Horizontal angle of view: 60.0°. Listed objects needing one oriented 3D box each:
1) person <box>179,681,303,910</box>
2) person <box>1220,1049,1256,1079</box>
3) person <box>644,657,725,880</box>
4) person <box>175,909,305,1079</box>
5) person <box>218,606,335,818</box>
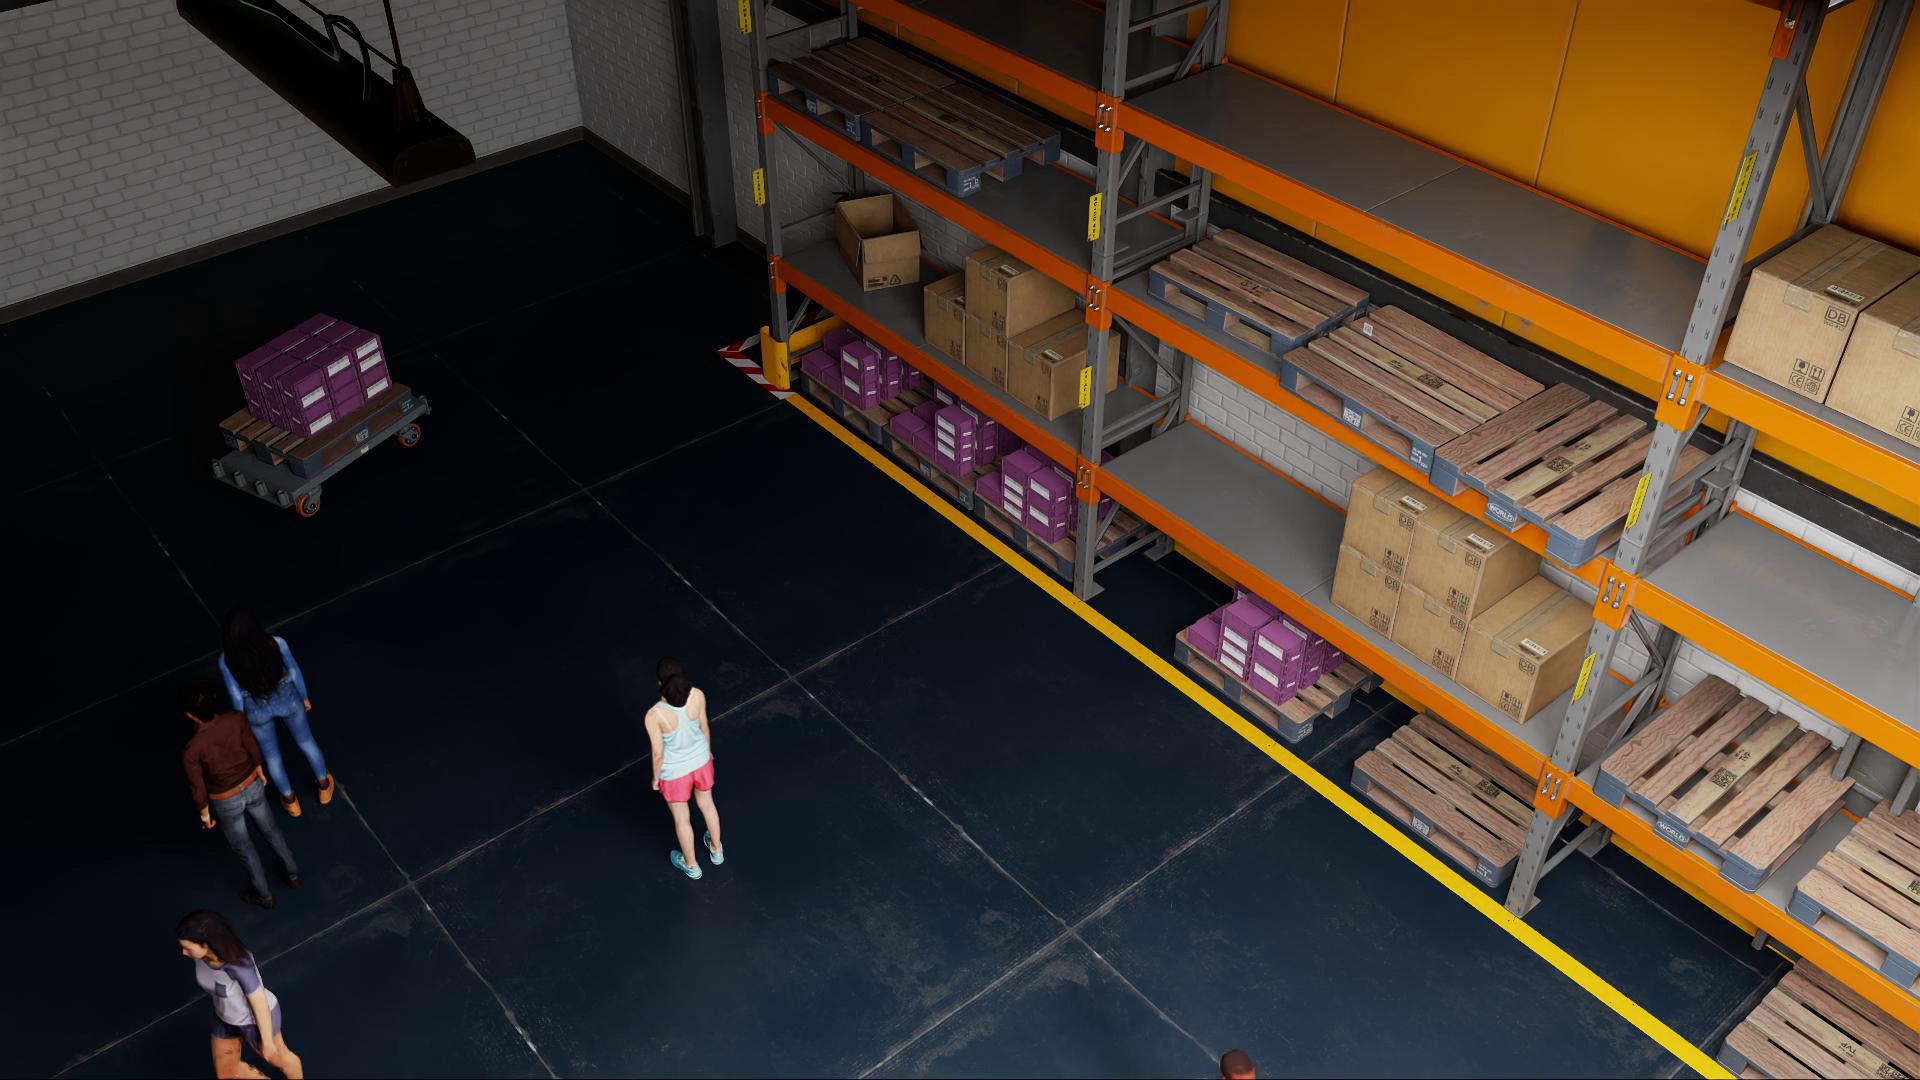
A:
[{"bbox_3d":[-4.393,1.548,10.111,0.635,1.778,0.702,20,43,24],"label":"person"},{"bbox_3d":[1.325,3.039,8.631,0.653,1.295,0.847,-13,41,-16],"label":"person"},{"bbox_3d":[-1.713,1.400,10.307,0.590,1.764,0.543,-26,45,-29],"label":"person"},{"bbox_3d":[-3.780,2.502,8.962,0.675,1.720,0.770,15,41,18],"label":"person"},{"bbox_3d":[-4.426,1.097,10.728,0.641,1.712,0.578,-19,42,-22],"label":"person"}]
